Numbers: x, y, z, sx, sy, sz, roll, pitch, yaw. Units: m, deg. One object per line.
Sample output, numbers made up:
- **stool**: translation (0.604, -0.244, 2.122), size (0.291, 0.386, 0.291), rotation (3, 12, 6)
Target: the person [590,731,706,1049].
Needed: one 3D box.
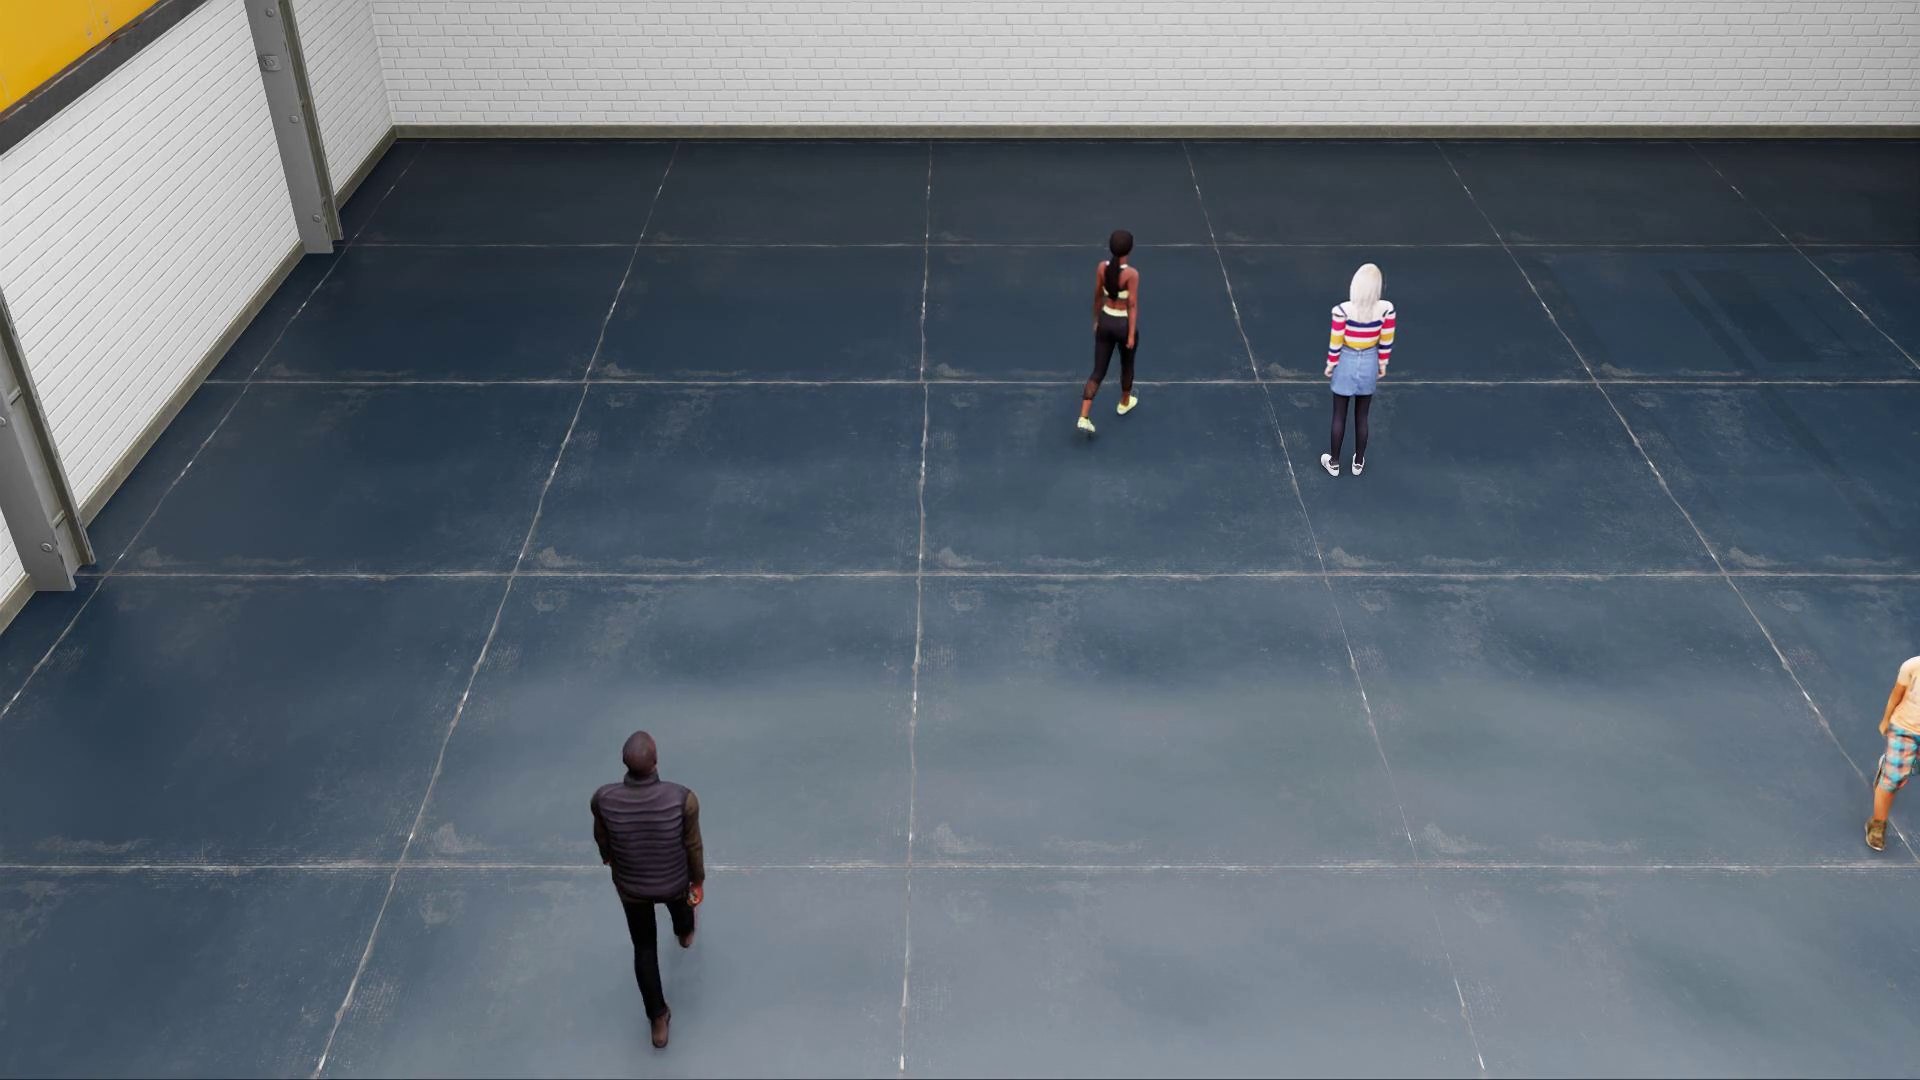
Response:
- **person**: translation (-1.561, 1.783, 8.359), size (0.791, 1.787, 1.177), rotation (-4, 34, -5)

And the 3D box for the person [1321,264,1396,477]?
- **person**: translation (3.104, -1.334, 13.029), size (0.649, 1.808, 0.502), rotation (0, 34, 1)

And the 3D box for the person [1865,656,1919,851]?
- **person**: translation (5.597, 1.072, 9.744), size (0.721, 1.437, 1.000), rotation (9, 35, 14)

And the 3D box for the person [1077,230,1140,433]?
- **person**: translation (1.220, -1.669, 13.612), size (0.970, 1.720, 1.177), rotation (19, 38, 26)
